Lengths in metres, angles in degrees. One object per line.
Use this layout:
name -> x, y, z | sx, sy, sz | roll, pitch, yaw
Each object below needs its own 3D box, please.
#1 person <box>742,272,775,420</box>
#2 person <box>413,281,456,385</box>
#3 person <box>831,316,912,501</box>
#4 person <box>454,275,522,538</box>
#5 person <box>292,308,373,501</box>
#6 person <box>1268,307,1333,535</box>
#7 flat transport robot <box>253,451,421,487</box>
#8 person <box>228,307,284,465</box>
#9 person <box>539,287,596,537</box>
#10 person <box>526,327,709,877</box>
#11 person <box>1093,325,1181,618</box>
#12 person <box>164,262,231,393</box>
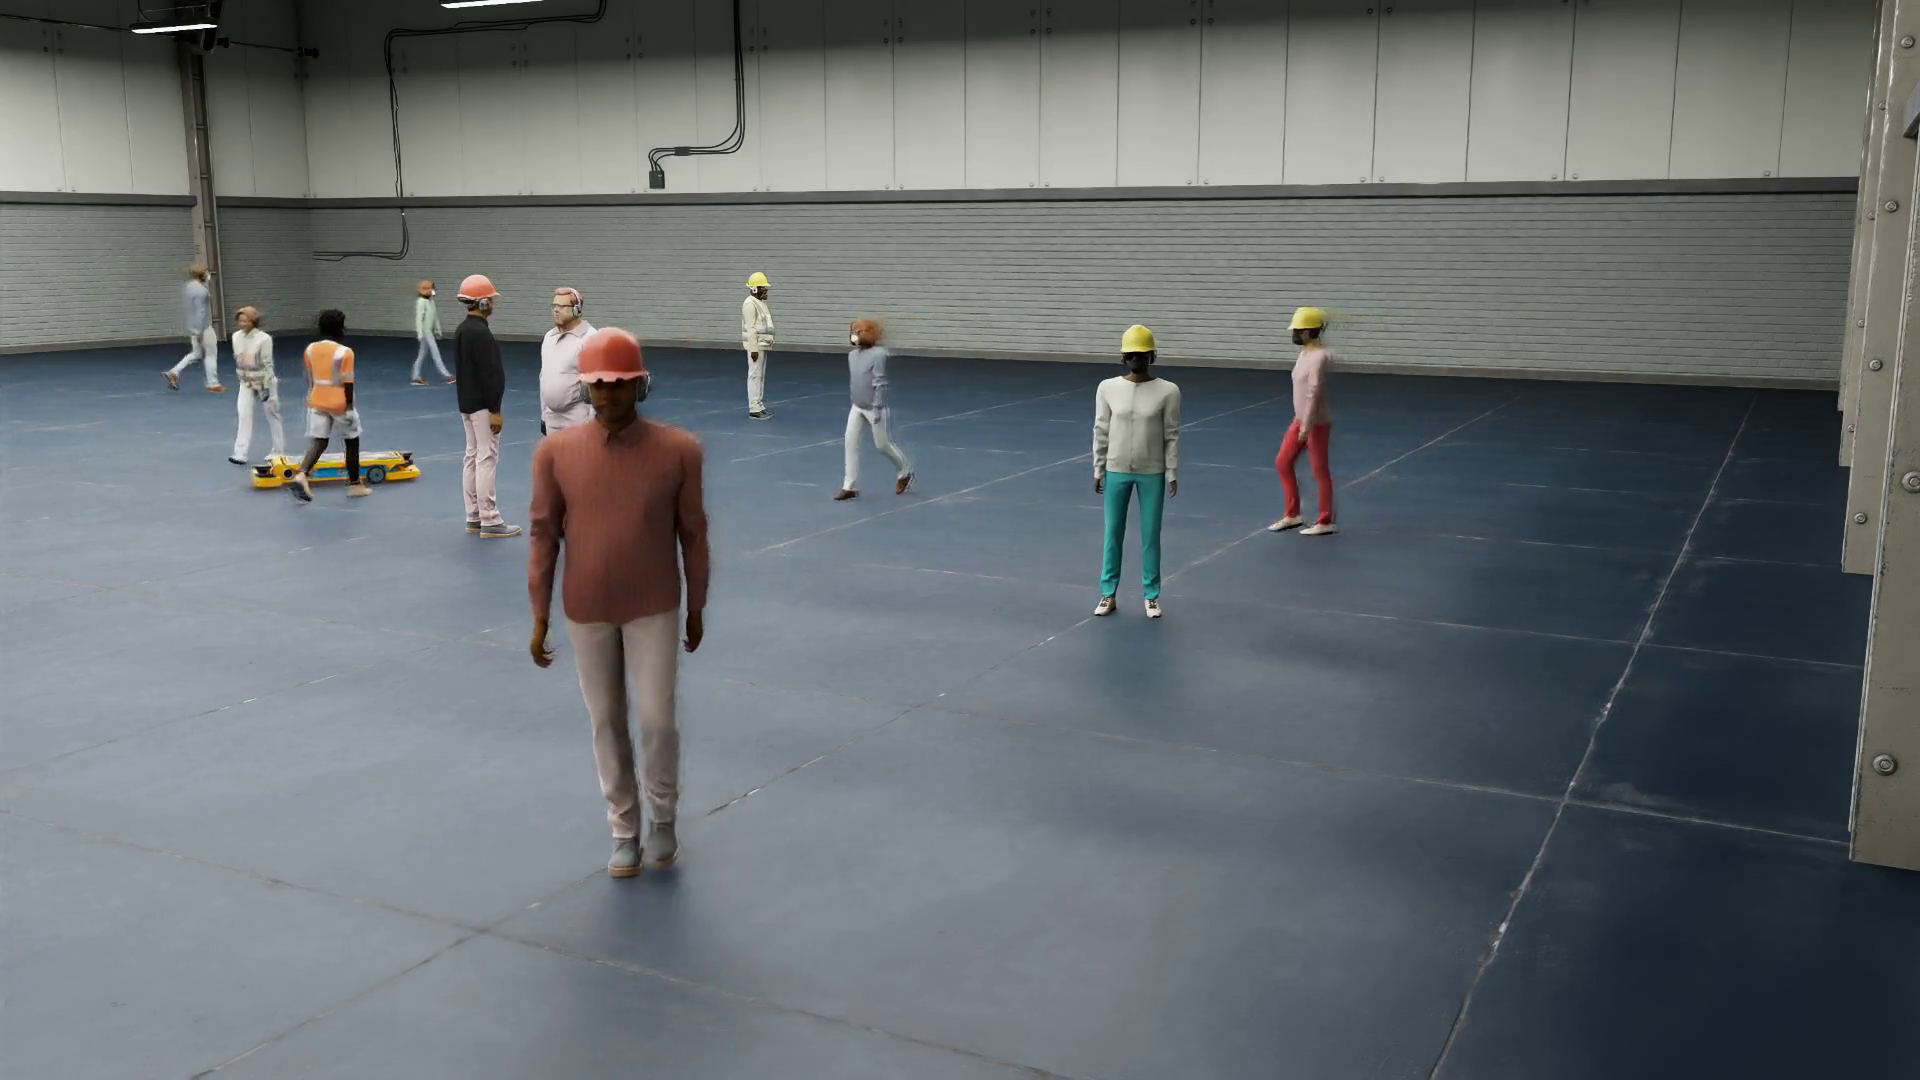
person -> -2.519, -2.431, 20.868 | 0.404, 1.832, 0.595 | 1, 10, 5
person -> -8.078, -3.173, 25.544 | 0.825, 1.585, 0.523 | 0, 10, 1
person -> -0.760, -1.160, 14.554 | 0.500, 1.604, 0.778 | 10, 15, 44
person -> -3.648, -1.018, 12.716 | 0.374, 1.997, 0.608 | -7, 13, -35
person -> -5.457, -1.155, 14.345 | 0.527, 1.674, 0.752 | 4, 11, 20
person -> 2.612, -0.891, 12.695 | 0.598, 1.747, 0.528 | -2, 11, -9
flat transport robot -> -5.837, -0.677, 15.564 | 1.431, 0.197, 0.652 | -5, 11, -25
person -> -7.083, -1.539, 16.673 | 0.513, 1.571, 0.862 | 2, 11, 13
person -> -2.923, -0.930, 12.468 | 0.642, 1.913, 0.409 | 7, 12, 33
person -> -1.215, 0.240, 5.900 | 0.630, 1.974, 0.449 | 0, 10, -3
person -> 1.056, -0.407, 10.011 | 0.523, 1.769, 0.320 | 2, 11, 11
person -> -11.112, -3.067, 24.123 | 0.770, 1.914, 0.633 | -9, 14, -40
